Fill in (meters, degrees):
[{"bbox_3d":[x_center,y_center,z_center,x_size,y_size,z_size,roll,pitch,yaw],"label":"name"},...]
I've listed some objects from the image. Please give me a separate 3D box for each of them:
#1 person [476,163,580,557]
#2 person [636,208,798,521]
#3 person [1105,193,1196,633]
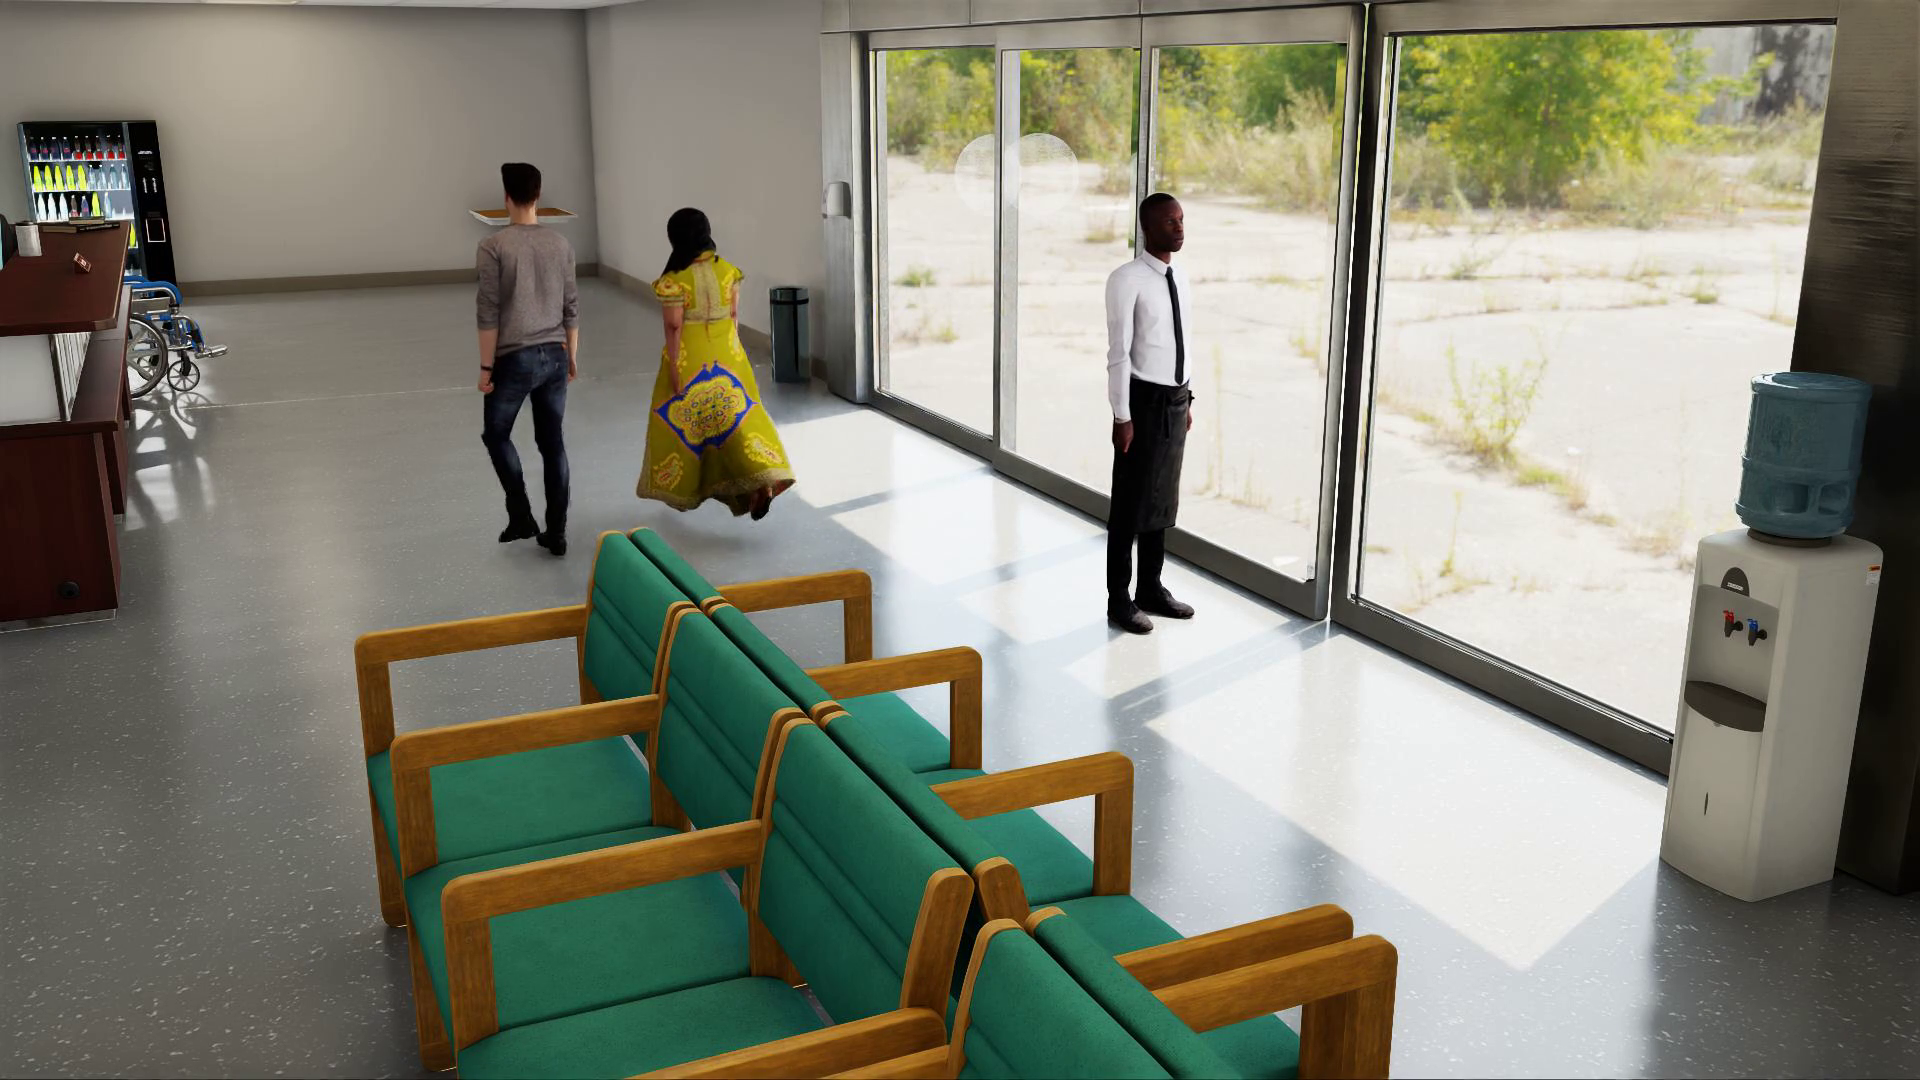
[{"bbox_3d":[-2.029,-0.832,7.997,0.657,1.890,0.833,-12,19,-35],"label":"person"},{"bbox_3d":[-1.271,-0.859,8.586,1.174,1.622,0.933,-11,19,-34],"label":"person"},{"bbox_3d":[0.811,-0.550,7.096,0.595,1.836,0.768,-15,22,-43],"label":"person"}]
